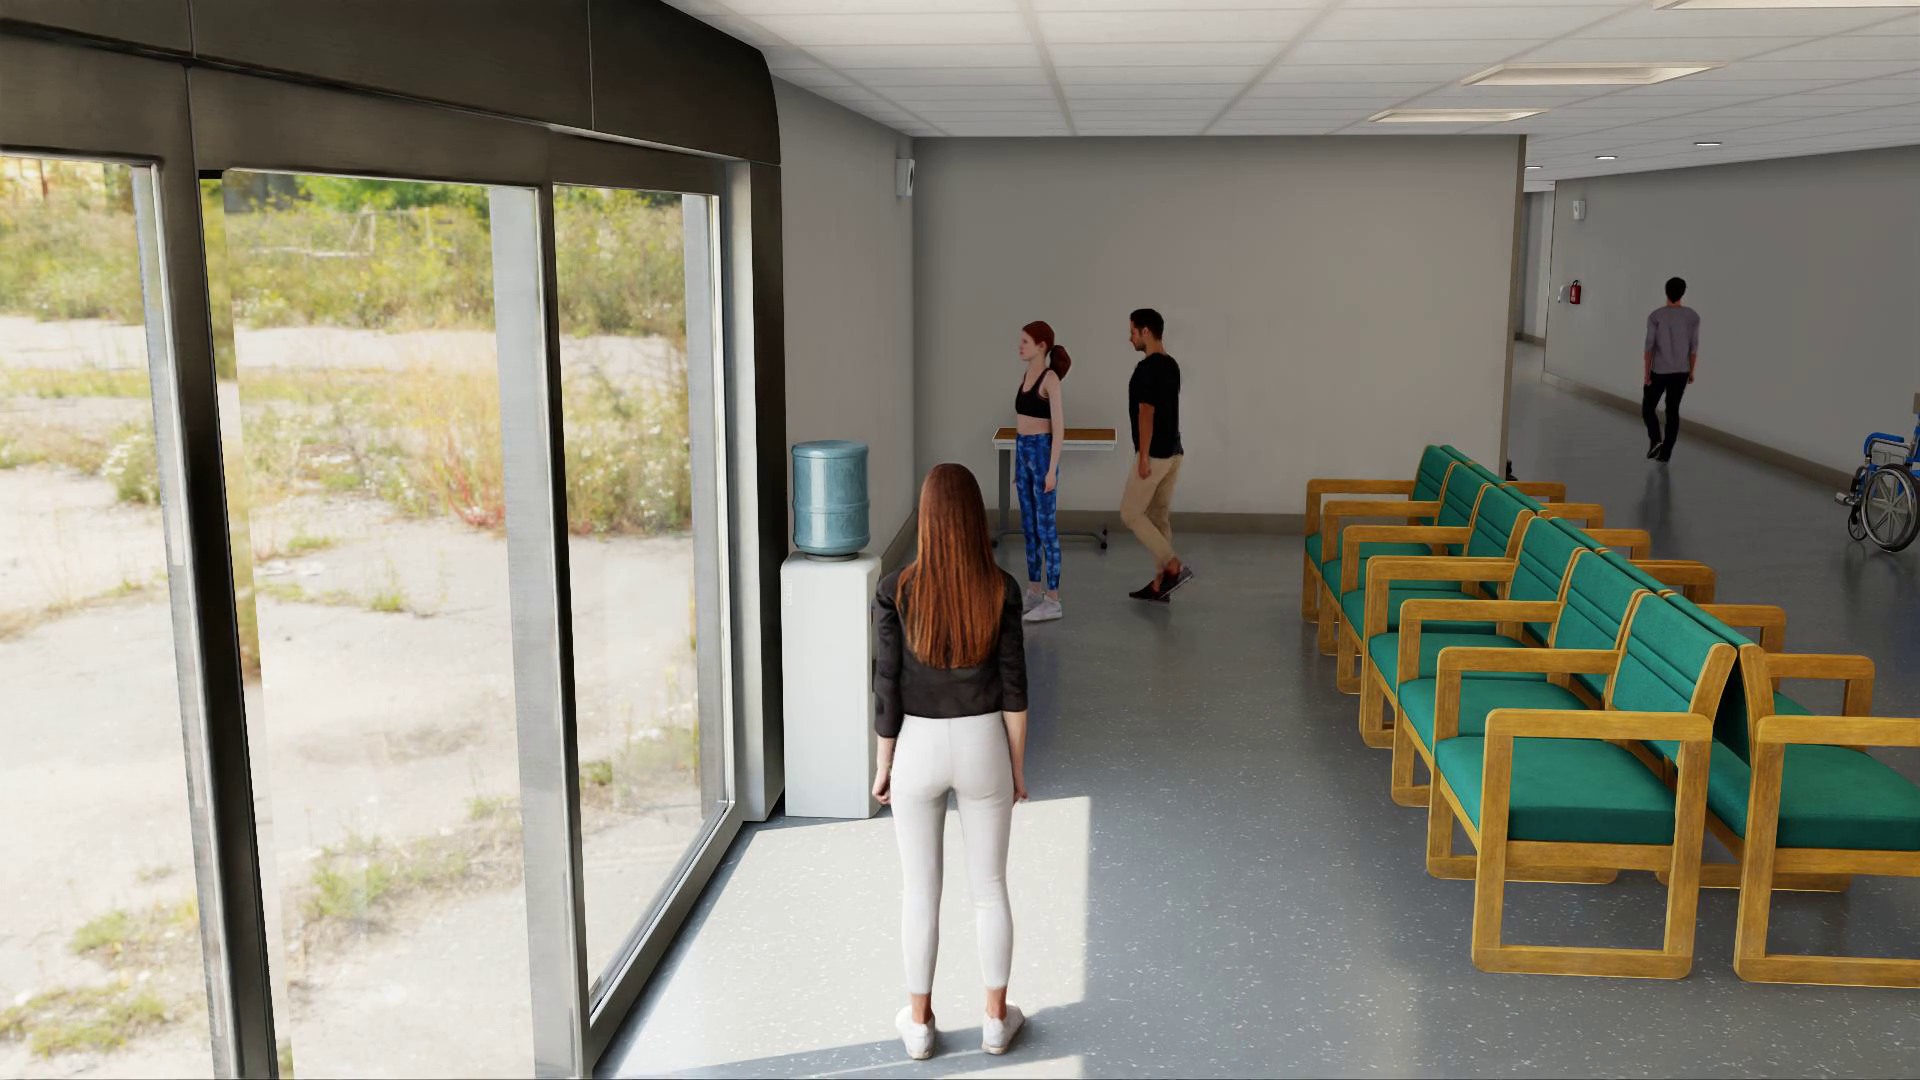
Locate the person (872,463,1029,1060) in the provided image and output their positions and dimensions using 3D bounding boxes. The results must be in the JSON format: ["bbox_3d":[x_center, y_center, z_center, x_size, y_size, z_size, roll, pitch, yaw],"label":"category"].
[{"bbox_3d":[-0.024,0.624,4.699,0.485,1.704,0.674,0,11,-1],"label":"person"}]

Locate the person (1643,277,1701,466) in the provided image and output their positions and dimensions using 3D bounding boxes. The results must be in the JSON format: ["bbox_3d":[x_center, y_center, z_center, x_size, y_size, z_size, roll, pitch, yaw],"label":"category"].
[{"bbox_3d":[6.955,-1.636,16.272,0.683,1.829,0.759,2,11,10],"label":"person"}]

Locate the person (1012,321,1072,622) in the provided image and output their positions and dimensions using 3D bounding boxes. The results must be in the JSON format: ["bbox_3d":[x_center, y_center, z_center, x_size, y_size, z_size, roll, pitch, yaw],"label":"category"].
[{"bbox_3d":[0.461,-0.411,9.939,0.705,1.784,0.669,-6,12,-28],"label":"person"}]

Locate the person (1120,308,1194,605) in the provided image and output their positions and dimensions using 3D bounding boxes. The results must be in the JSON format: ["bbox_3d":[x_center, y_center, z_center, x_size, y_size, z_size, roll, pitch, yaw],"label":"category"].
[{"bbox_3d":[1.298,-0.493,10.265,0.898,1.825,0.845,5,12,26],"label":"person"}]
